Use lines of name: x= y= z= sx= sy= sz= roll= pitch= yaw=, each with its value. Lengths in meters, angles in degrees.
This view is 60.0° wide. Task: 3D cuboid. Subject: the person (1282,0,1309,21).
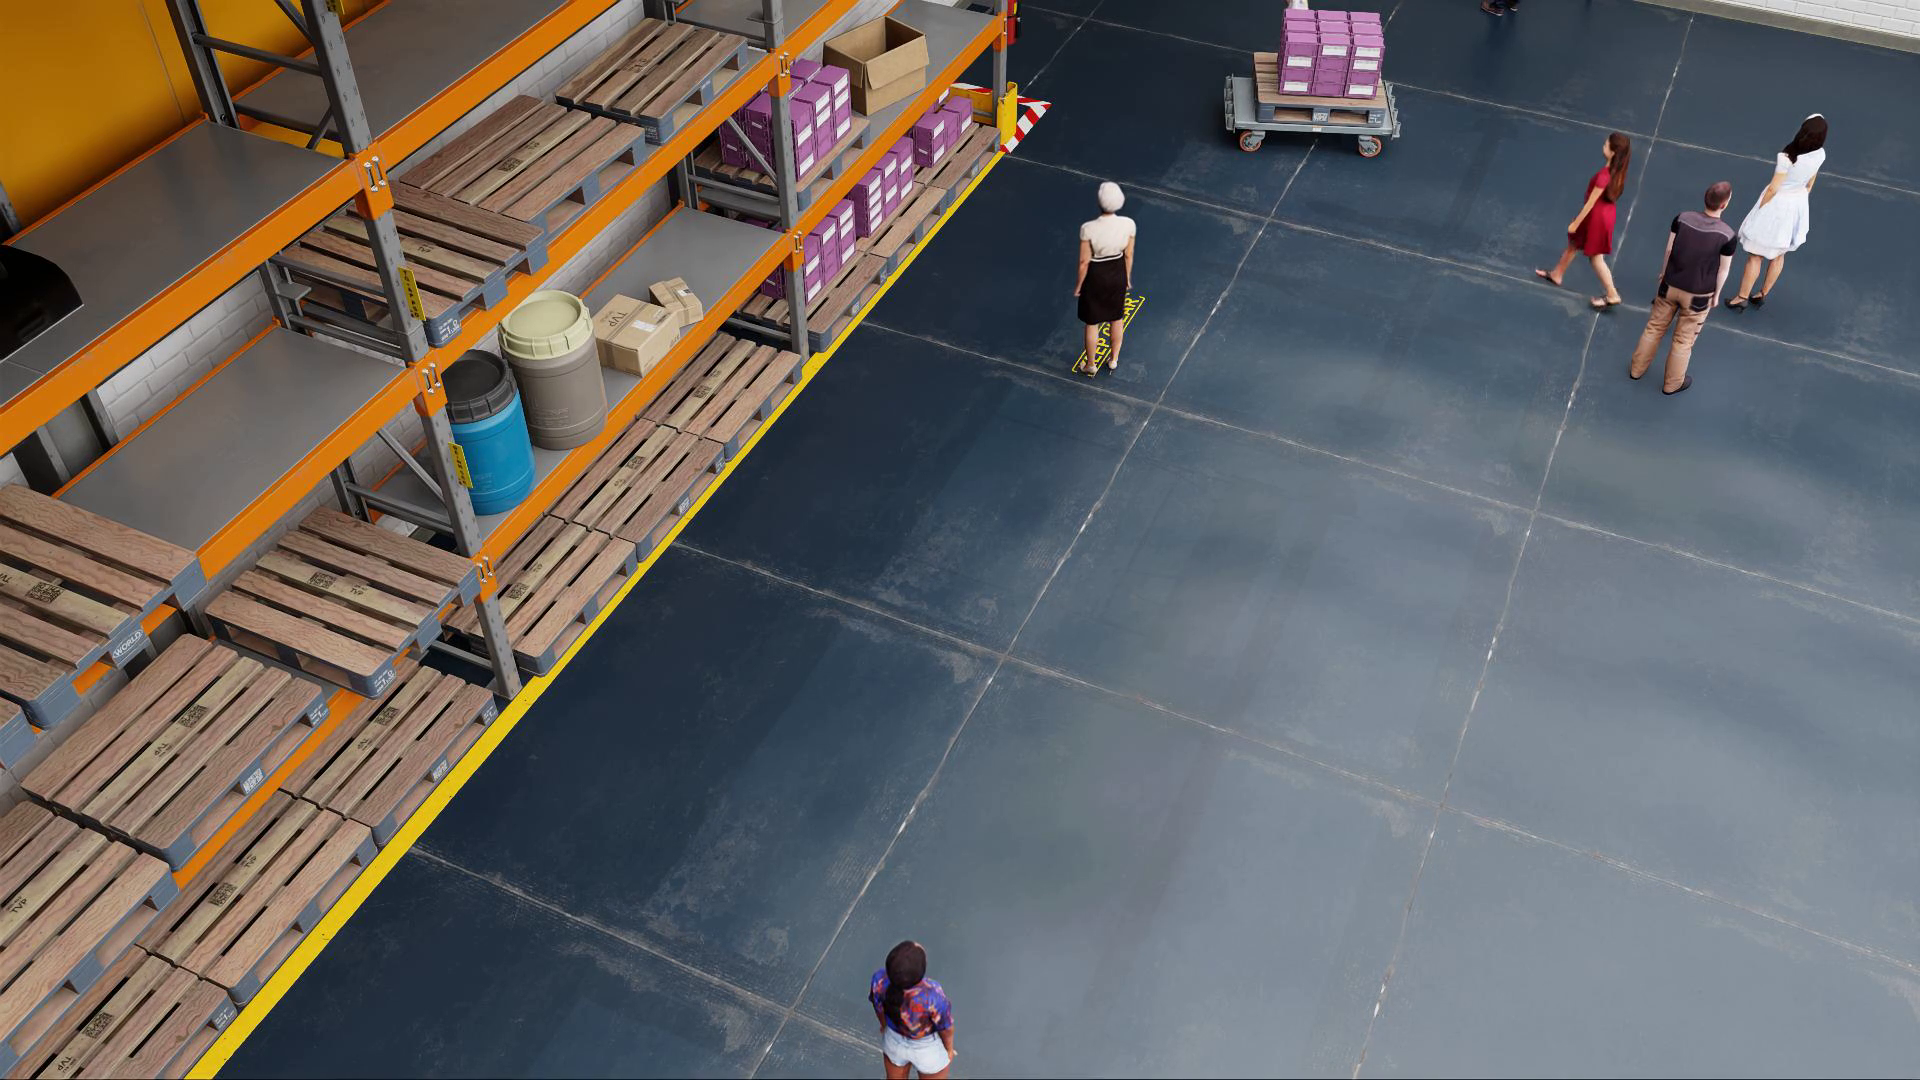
person: x=3.331 y=-5.197 z=16.734 sx=0.593 sy=1.279 sz=0.493 roll=8 pitch=44 yaw=8

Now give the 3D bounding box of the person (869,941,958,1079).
person: x=-0.229 y=2.518 z=8.300 sx=0.588 sy=1.742 sz=0.514 roll=16 pitch=46 yaw=16

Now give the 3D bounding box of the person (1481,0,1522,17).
person: x=5.967 y=-6.519 z=17.710 sx=0.836 sy=1.847 sz=0.924 roll=-19 pitch=47 yaw=-19

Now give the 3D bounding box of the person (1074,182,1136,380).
person: x=1.130 y=-2.014 z=13.047 sx=0.698 sy=1.755 sz=0.721 roll=-9 pitch=44 yaw=-9

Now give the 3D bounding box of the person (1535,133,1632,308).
person: x=5.377 y=-2.639 z=13.867 sx=0.769 sy=1.530 sz=1.020 roll=29 pitch=51 yaw=27

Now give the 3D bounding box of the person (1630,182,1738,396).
person: x=5.659 y=-1.977 z=12.946 sx=0.726 sy=1.842 sz=0.759 roll=-33 pitch=53 yaw=-30

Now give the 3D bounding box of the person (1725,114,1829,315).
person: x=6.748 y=-2.669 z=13.690 sx=0.854 sy=1.818 sz=0.905 roll=-8 pitch=44 yaw=-8
